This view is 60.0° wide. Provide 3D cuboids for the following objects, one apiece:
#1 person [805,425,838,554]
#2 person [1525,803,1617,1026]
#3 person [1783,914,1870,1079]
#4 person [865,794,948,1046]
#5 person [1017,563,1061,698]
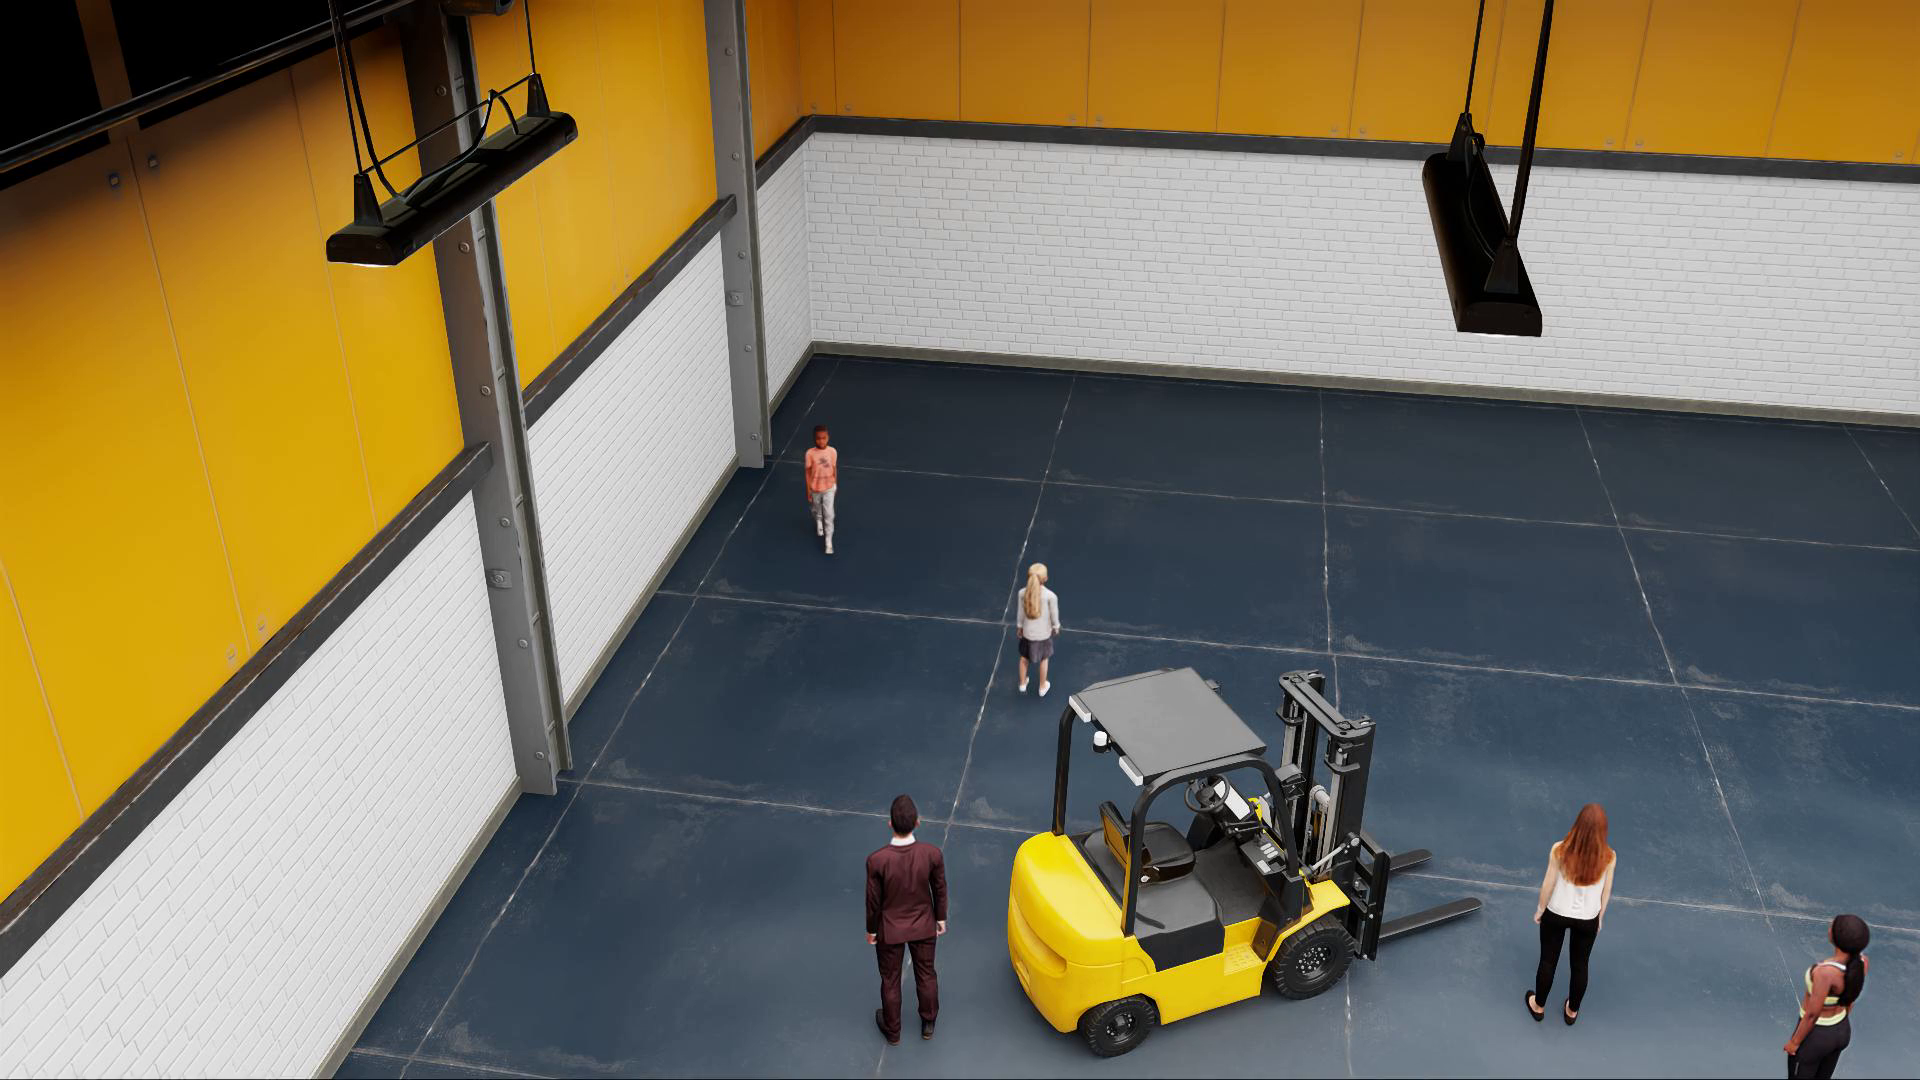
[{"bbox_3d":[-1.398,-0.575,16.652,0.635,1.300,0.933,-3,29,-6],"label":"person"},{"bbox_3d":[3.948,2.418,10.725,0.574,1.722,0.506,6,29,11],"label":"person"},{"bbox_3d":[5.059,2.922,9.770,0.643,1.753,0.663,-11,31,-20],"label":"person"},{"bbox_3d":[-0.346,2.426,10.562,0.764,1.864,0.731,-7,29,-12],"label":"person"},{"bbox_3d":[0.659,0.772,14.212,0.545,1.273,0.565,9,30,16],"label":"person"}]
